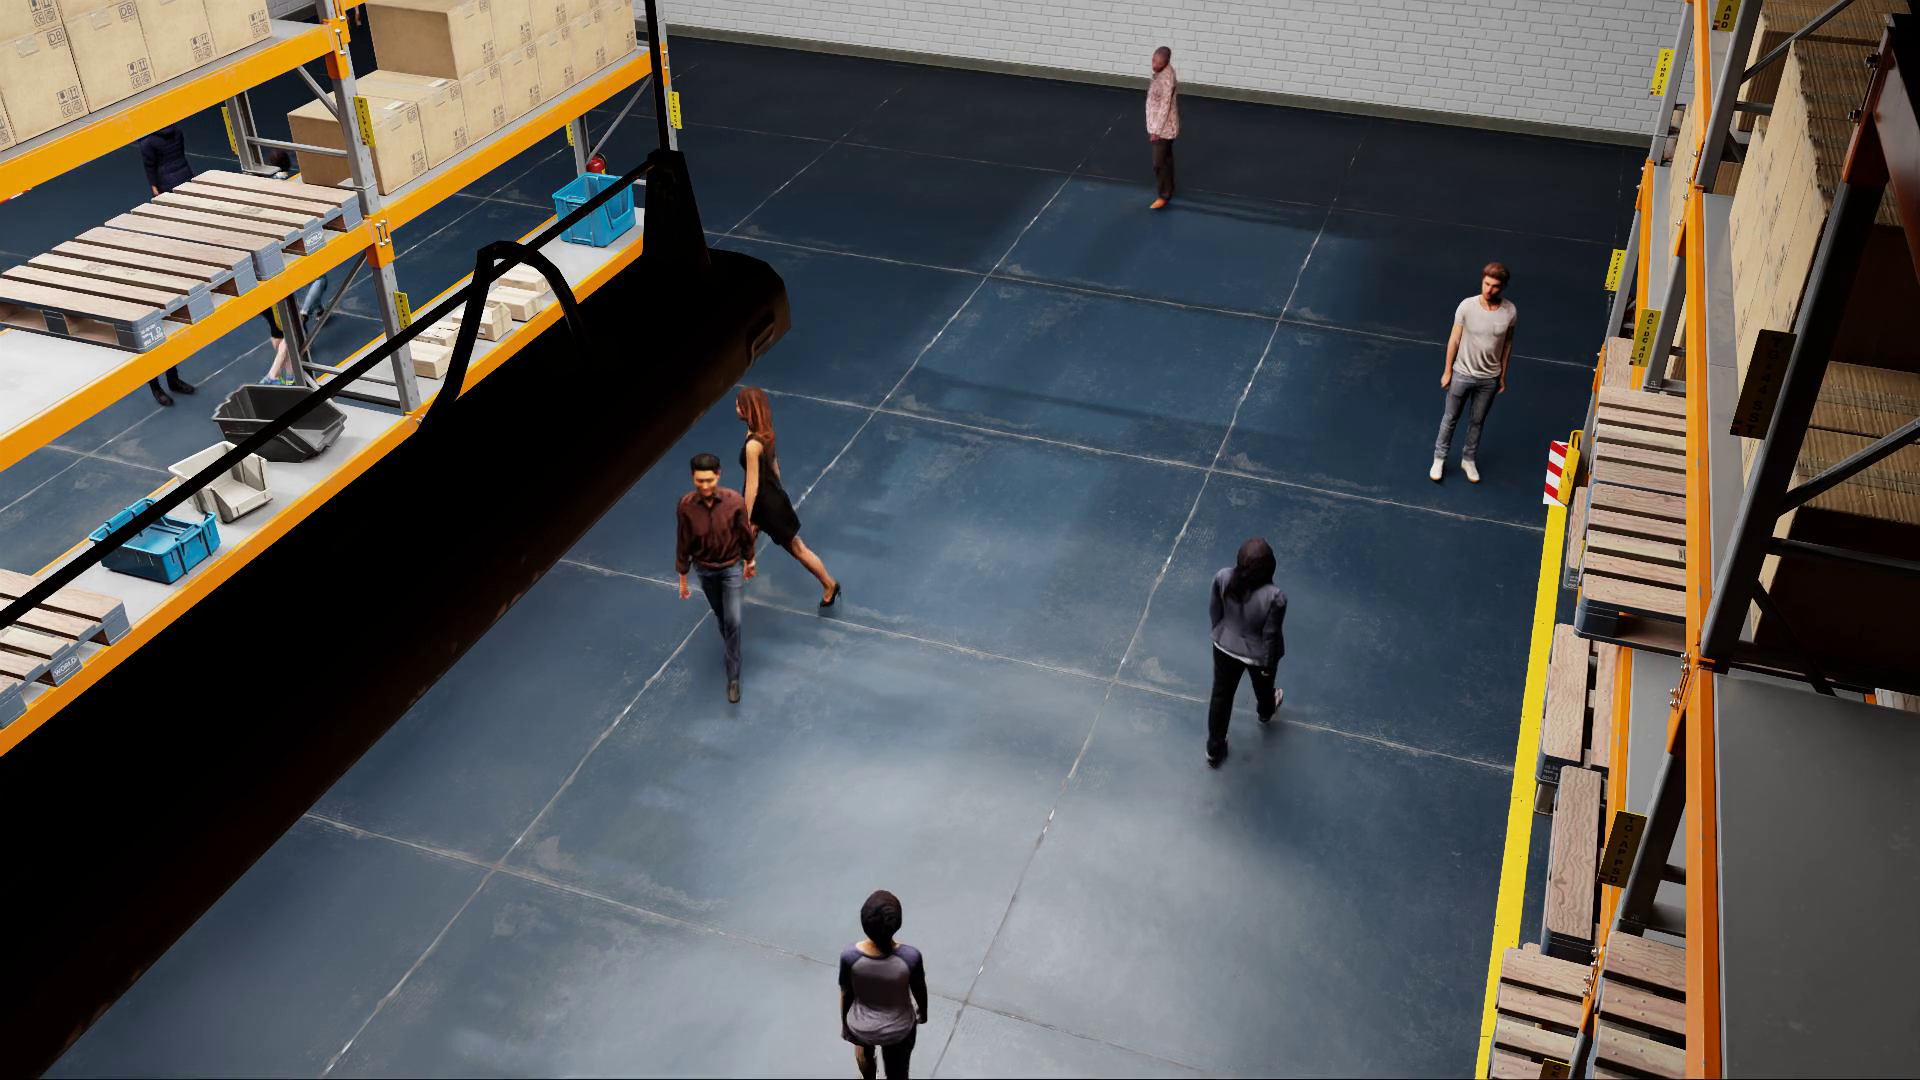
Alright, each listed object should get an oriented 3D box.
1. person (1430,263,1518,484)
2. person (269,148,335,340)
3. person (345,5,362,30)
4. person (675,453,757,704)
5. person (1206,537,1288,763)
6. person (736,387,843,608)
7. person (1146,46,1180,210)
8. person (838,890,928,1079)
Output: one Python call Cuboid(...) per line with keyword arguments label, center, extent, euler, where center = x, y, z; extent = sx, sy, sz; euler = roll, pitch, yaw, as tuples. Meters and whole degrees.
Cuboid(label="person", center=(4.106, -1.341, 13.242), extent=(0.705, 1.894, 0.632), euler=(3, 34, 4))
Cuboid(label="person", center=(-6.129, -2.707, 15.383), extent=(0.778, 1.797, 1.118), euler=(5, 34, 8))
Cuboid(label="person", center=(-8.832, -8.201, 23.653), extent=(0.594, 1.793, 0.689), euler=(-20, 39, -28))
Cuboid(label="person", center=(-1.617, 0.141, 11.147), extent=(0.914, 1.744, 1.123), euler=(-1, 34, -2))
Cuboid(label="person", center=(1.759, 0.722, 10.444), extent=(0.812, 1.555, 1.080), euler=(19, 38, 26))
Cuboid(label="person", center=(-1.253, -0.196, 11.625), extent=(0.986, 1.776, 1.186), euler=(-1, 34, -1))
Cuboid(label="person", center=(2.262, -4.549, 18.173), extent=(1.017, 1.779, 0.684), euler=(9, 35, 13))
Cuboid(label="person", center=(-0.384, 2.349, 8.003), extent=(0.659, 1.547, 0.708), euler=(2, 34, 3))
